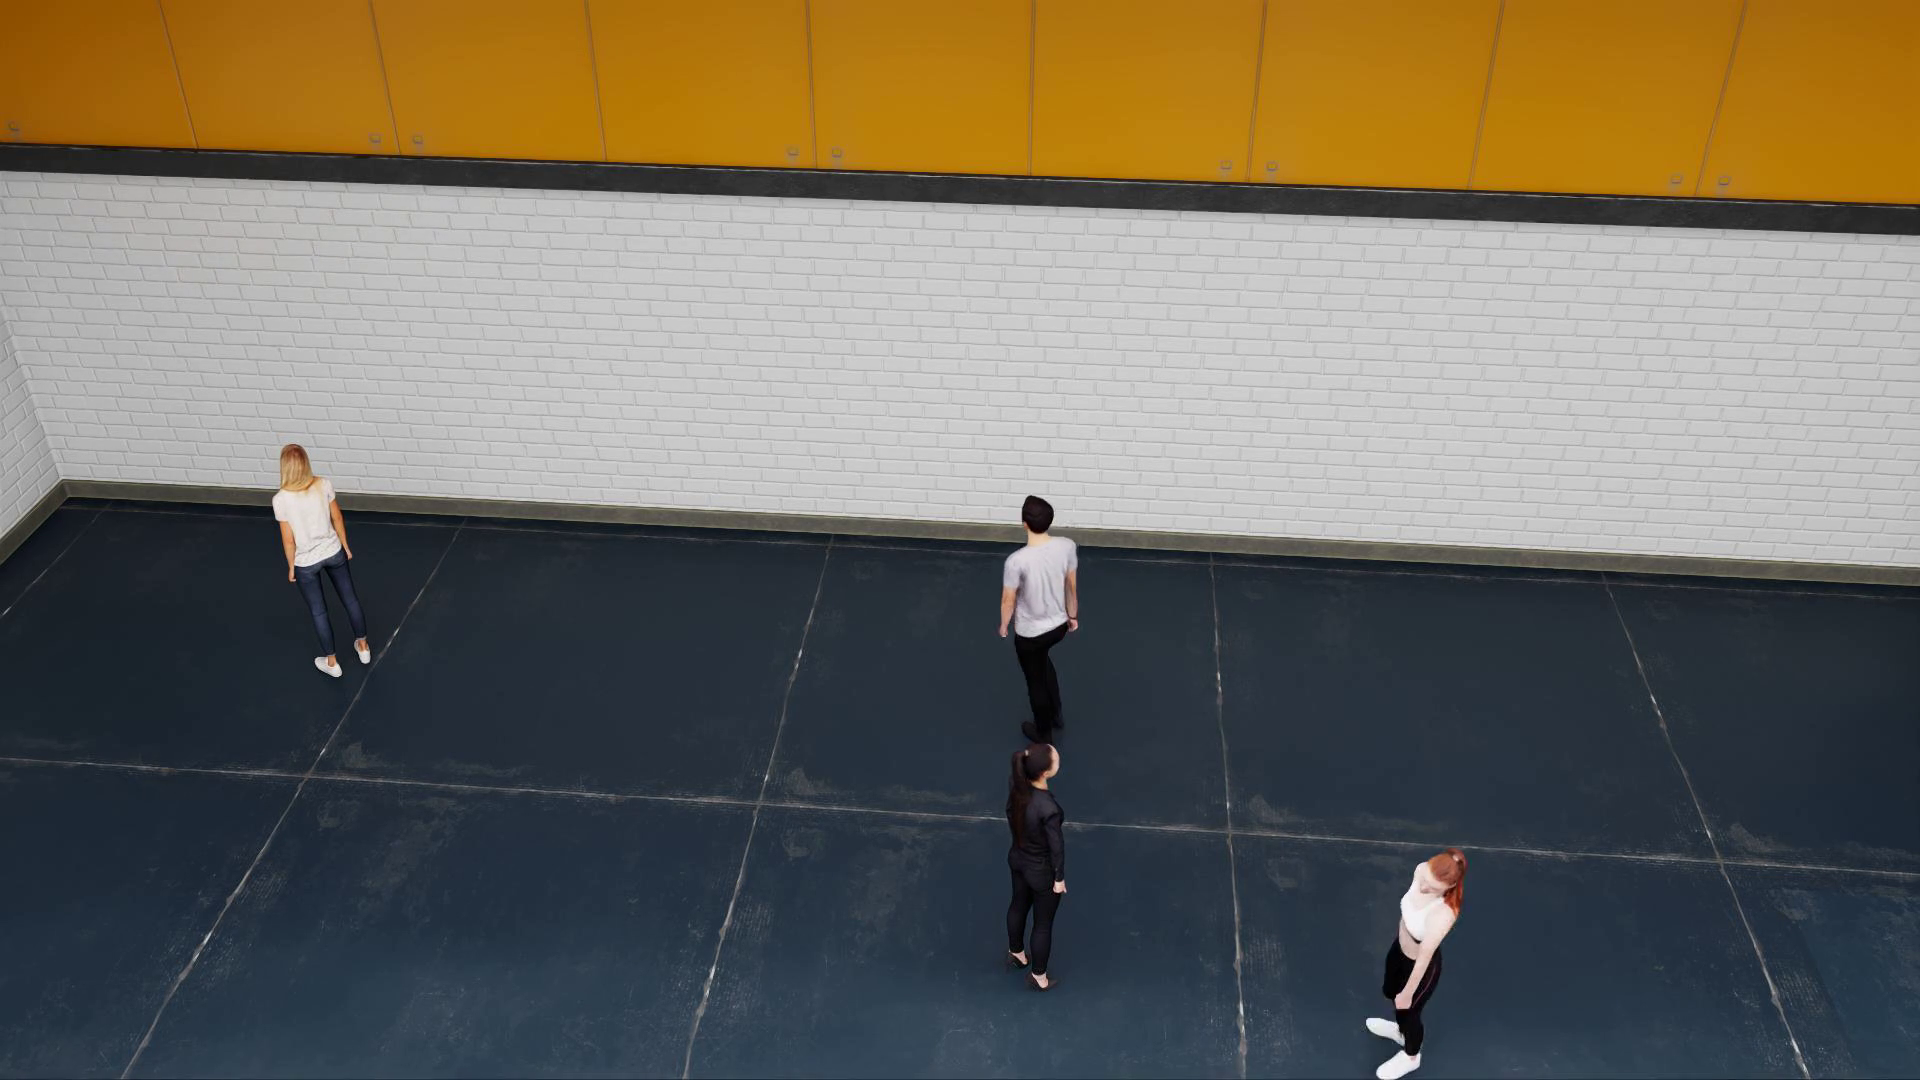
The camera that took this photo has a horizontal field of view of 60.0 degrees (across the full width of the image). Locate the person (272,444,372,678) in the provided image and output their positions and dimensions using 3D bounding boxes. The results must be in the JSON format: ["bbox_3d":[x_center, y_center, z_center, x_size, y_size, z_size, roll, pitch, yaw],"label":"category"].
[{"bbox_3d":[-4.384,0.134,11.393,0.650,1.809,0.725,-27,42,-35],"label":"person"}]

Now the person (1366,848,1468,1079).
[{"bbox_3d":[2.334,2.142,8.453,0.794,1.719,0.478,7,34,11],"label":"person"}]

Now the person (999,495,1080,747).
[{"bbox_3d":[0.556,0.606,10.646,0.789,1.850,0.833,-20,38,-27],"label":"person"}]

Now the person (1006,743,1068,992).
[{"bbox_3d":[0.412,1.765,9.027,0.707,1.711,0.620,-20,39,-28],"label":"person"}]
